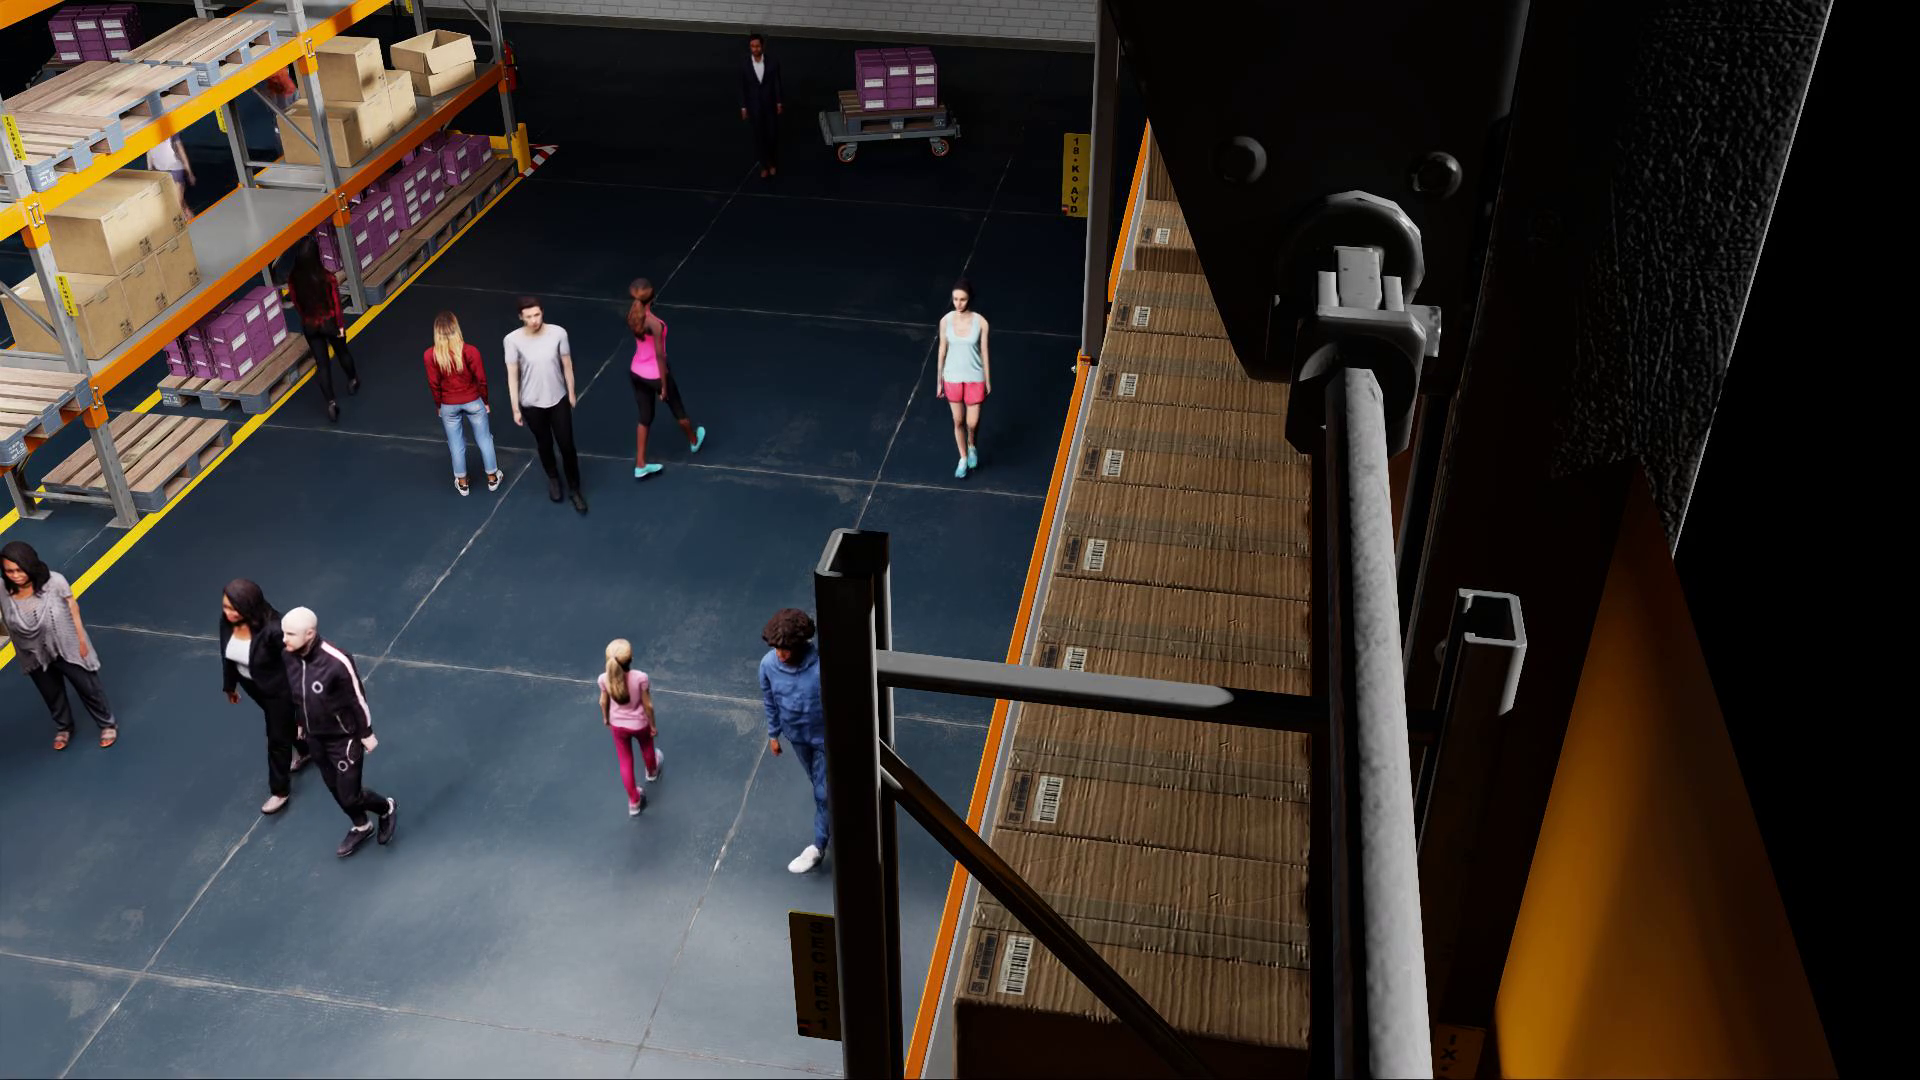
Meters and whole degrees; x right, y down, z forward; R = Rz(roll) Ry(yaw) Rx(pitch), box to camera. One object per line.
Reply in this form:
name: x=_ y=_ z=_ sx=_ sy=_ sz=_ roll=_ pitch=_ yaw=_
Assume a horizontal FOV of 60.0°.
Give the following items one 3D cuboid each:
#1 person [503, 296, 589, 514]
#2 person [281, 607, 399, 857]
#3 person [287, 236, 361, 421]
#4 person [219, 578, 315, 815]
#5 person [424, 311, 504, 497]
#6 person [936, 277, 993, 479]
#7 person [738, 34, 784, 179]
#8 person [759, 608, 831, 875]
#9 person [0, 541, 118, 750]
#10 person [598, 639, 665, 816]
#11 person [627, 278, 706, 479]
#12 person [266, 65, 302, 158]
person: x=-3.350 y=-1.153 z=13.376 sx=0.857 sy=1.844 sz=0.943 roll=-9 pitch=35 yaw=-13
person: x=-3.676 y=1.116 z=9.987 sx=0.775 sy=1.817 sz=0.781 roll=14 pitch=36 yaw=21
person: x=-5.623 y=-1.832 z=14.597 sx=0.778 sy=1.623 sz=1.009 roll=-4 pitch=34 yaw=-6
person: x=-4.329 y=0.865 z=10.569 sx=0.752 sy=1.591 sz=0.972 roll=11 pitch=35 yaw=16
person: x=-4.045 y=-1.116 z=13.508 sx=0.678 sy=1.636 sz=0.672 roll=-8 pitch=35 yaw=-12
person: x=0.054 y=-1.352 z=13.757 sx=0.604 sy=1.754 sz=0.635 roll=6 pitch=34 yaw=10
person: x=-2.303 y=-5.084 z=19.411 sx=0.720 sy=1.711 sz=0.684 roll=-2 pitch=34 yaw=-3
person: x=-0.864 y=1.093 z=10.060 sx=0.832 sy=1.773 sz=1.059 roll=8 pitch=34 yaw=11
person: x=-5.923 y=0.666 z=10.854 sx=0.714 sy=1.605 sz=0.743 roll=-4 pitch=34 yaw=-6
person: x=-2.071 y=1.185 z=10.389 sx=0.599 sy=1.257 sz=0.803 roll=-1 pitch=34 yaw=-2
person: x=-2.622 y=-1.294 z=13.747 sx=0.866 sy=1.668 sz=1.100 roll=26 pitch=41 yaw=33
person: x=-7.383 y=-4.381 z=18.308 sx=0.618 sy=1.760 sz=0.779 roll=2 pitch=34 yaw=3
